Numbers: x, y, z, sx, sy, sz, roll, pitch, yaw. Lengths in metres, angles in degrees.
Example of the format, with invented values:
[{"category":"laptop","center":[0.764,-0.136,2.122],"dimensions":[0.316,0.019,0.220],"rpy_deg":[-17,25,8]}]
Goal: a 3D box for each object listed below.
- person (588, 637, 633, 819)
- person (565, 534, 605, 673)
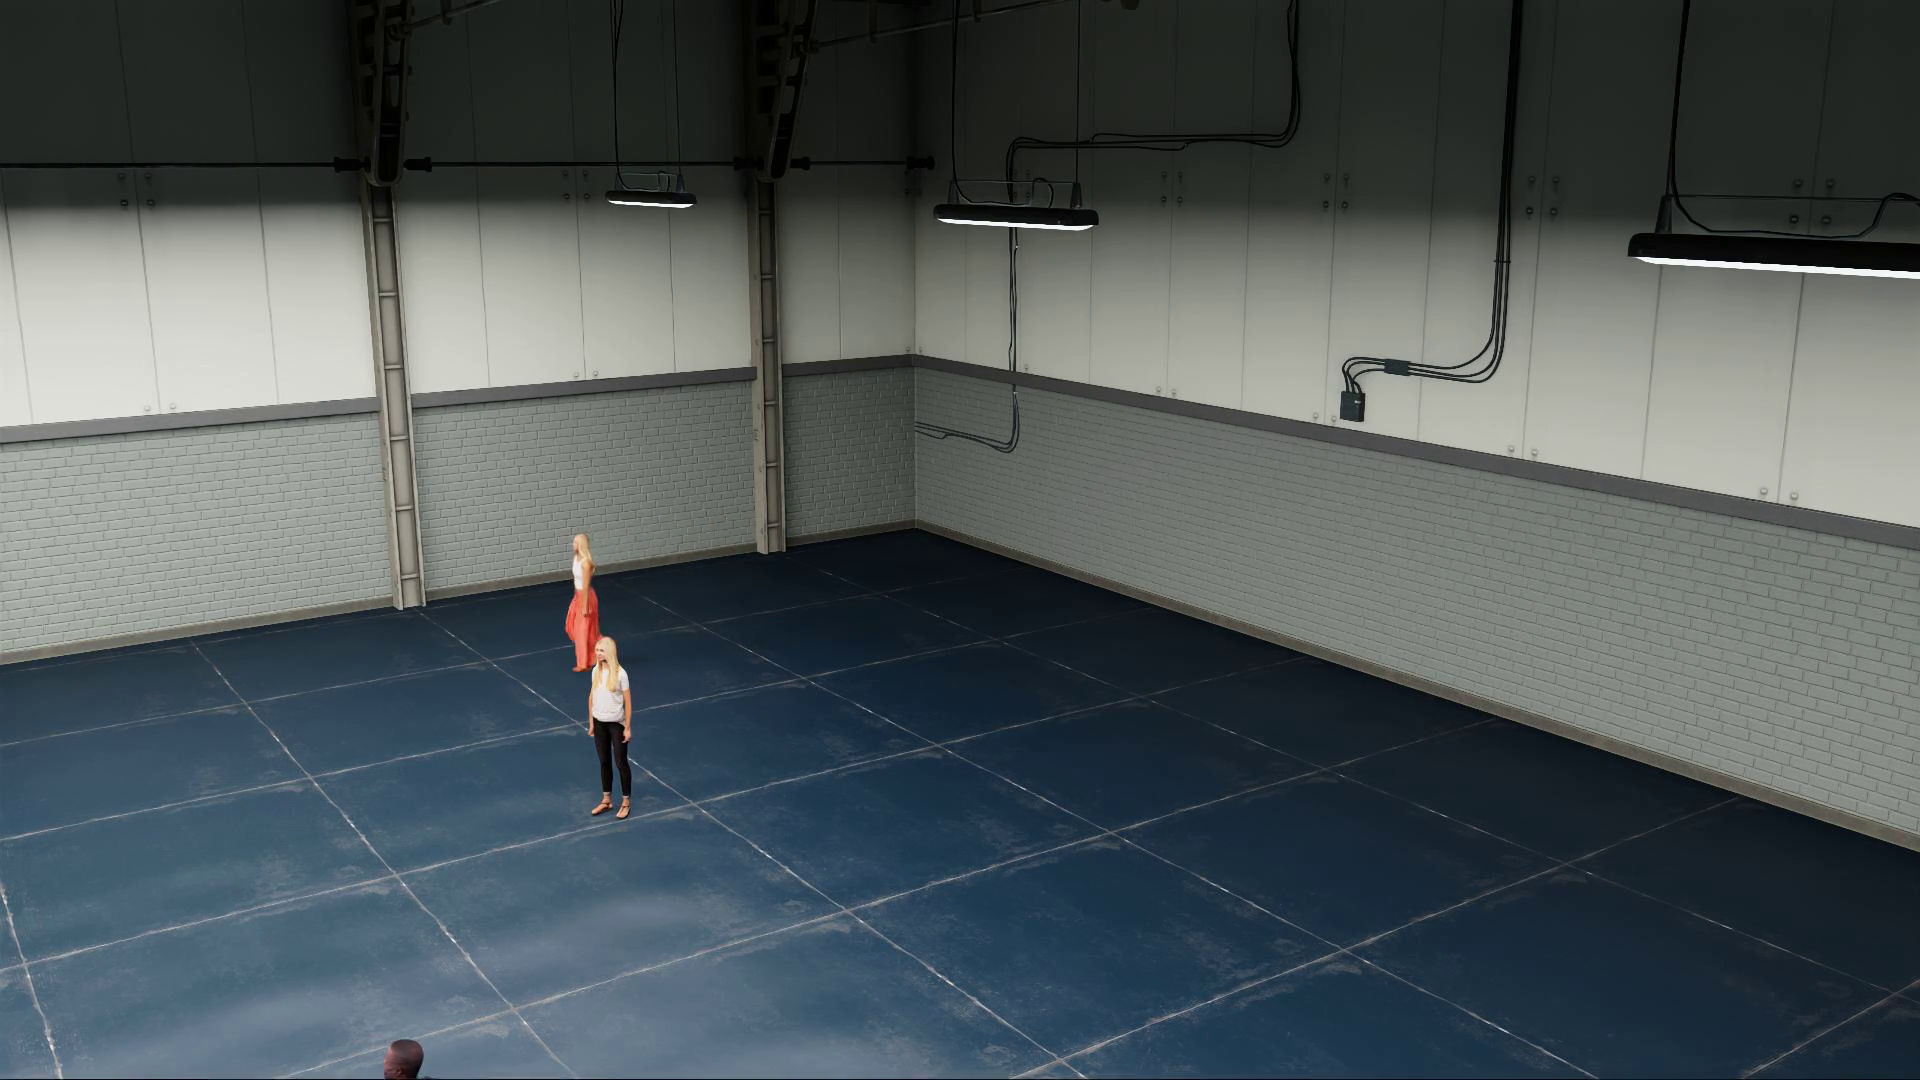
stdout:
[{"category":"person","center":[-3.454,1.842,16.475],"dimensions":[0.695,1.826,0.715],"rpy_deg":[5,14,20]},{"category":"person","center":[-4.670,0.788,21.094],"dimensions":[0.783,1.796,0.687],"rpy_deg":[-6,15,-26]}]
